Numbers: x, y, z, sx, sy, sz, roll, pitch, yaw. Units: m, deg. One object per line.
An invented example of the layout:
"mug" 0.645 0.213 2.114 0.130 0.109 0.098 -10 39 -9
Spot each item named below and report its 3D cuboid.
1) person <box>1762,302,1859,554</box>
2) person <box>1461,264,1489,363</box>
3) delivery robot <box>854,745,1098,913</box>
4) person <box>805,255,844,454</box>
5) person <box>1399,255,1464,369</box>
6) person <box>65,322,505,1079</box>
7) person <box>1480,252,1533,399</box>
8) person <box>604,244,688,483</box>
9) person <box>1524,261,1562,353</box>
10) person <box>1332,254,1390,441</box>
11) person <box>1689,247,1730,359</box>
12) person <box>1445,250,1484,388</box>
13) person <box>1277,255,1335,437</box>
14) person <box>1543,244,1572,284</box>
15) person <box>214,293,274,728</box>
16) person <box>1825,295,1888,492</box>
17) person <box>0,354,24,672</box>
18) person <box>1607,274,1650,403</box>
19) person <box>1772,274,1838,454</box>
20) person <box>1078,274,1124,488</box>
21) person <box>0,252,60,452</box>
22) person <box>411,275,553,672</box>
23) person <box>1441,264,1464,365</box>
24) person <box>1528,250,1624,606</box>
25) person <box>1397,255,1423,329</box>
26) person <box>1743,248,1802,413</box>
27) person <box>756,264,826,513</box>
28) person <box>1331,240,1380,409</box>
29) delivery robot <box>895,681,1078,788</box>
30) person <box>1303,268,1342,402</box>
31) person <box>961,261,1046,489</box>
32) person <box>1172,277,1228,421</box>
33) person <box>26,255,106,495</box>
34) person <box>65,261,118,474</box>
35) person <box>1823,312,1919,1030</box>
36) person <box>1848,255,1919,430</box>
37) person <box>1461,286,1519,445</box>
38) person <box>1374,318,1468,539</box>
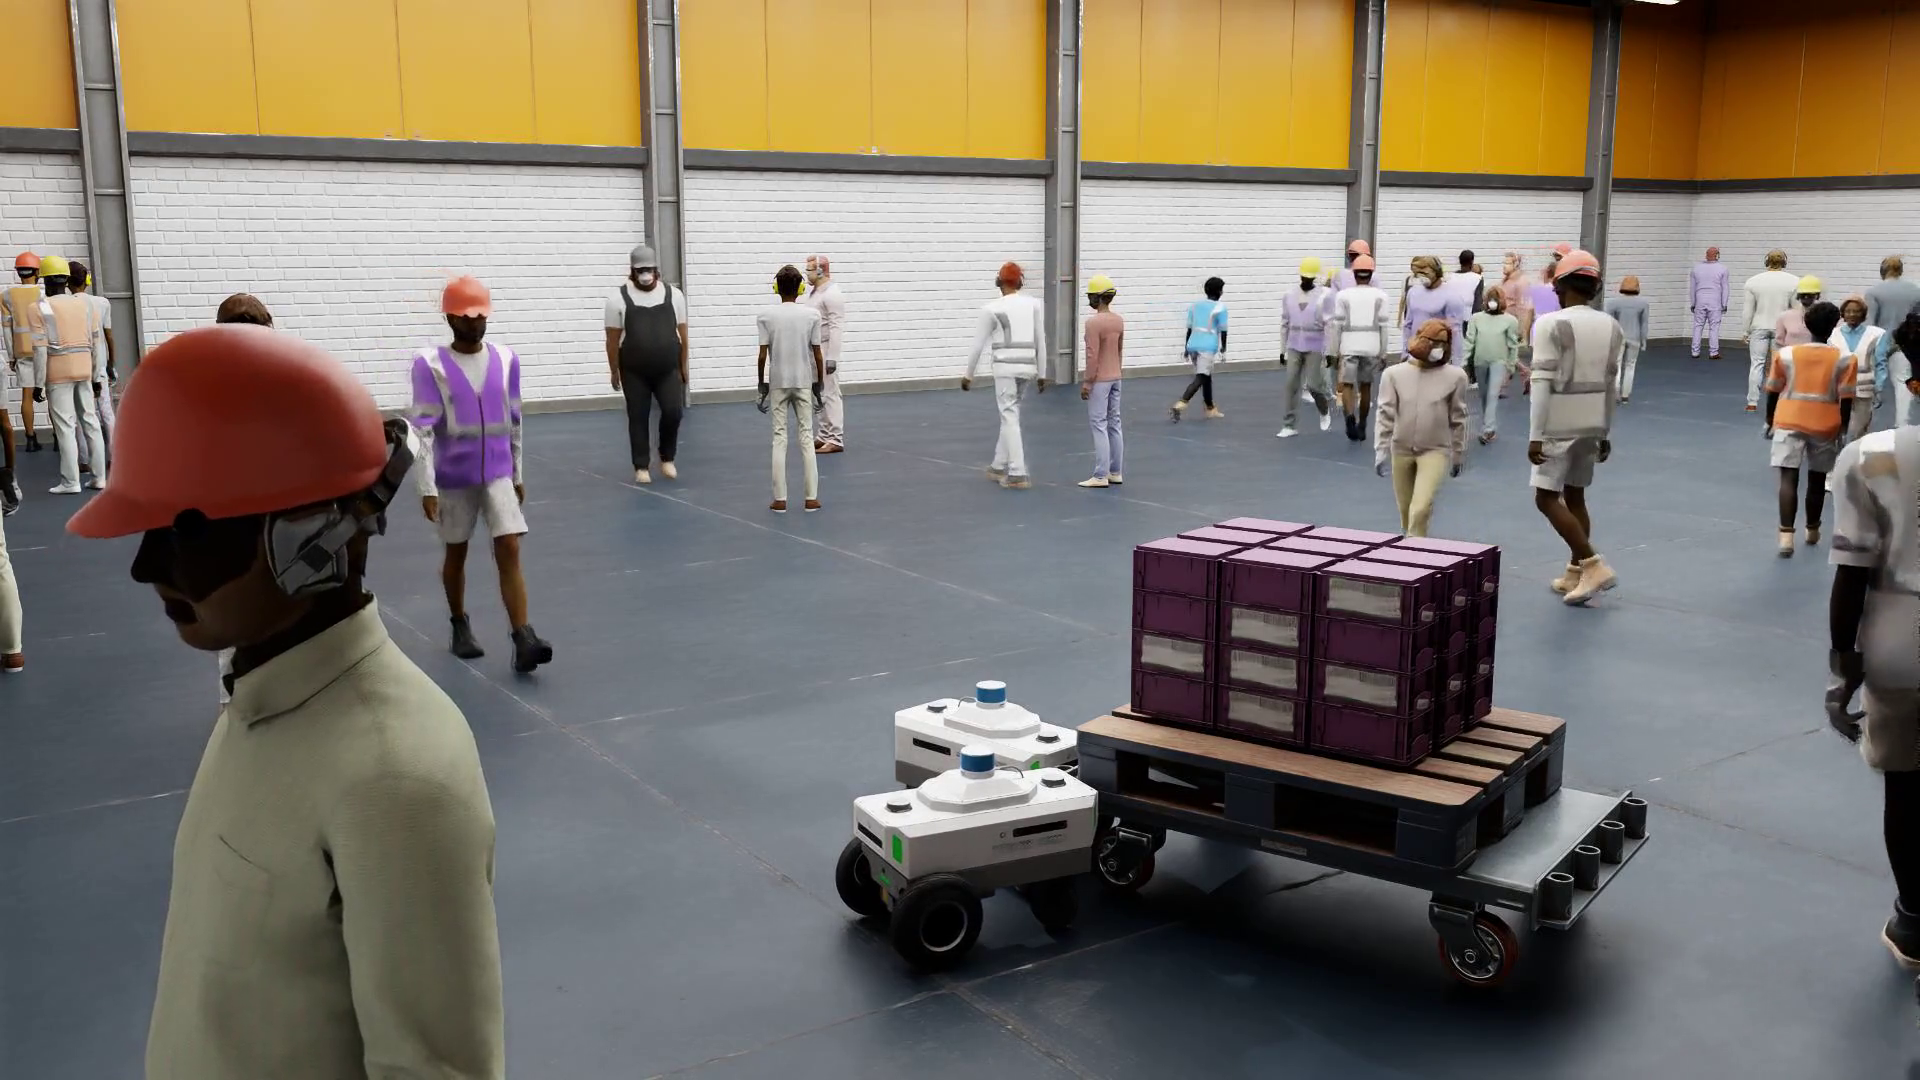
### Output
"person" 5.605 -0.741 11.001 0.538 1.651 0.864 5 12 26
"person" 8.391 -3.691 27.211 0.523 1.638 0.310 9 13 39
"delivery robot" 0.054 0.859 4.981 0.707 0.478 0.477 -5 12 -26
"person" -1.342 -1.787 16.048 0.400 1.905 0.644 -4 11 -21
"person" 4.414 -1.706 15.608 0.564 1.910 0.842 -6 12 -29
"person" -0.693 0.760 1.837 0.386 1.992 0.609 -7 13 -35
"person" 7.090 -2.748 21.343 0.713 1.888 0.655 -1 10 -4
"person" -2.631 -1.488 14.029 0.699 2.000 0.539 -3 11 -18
"person" 7.066 -2.419 19.841 0.588 1.793 0.991 9 14 41
"person" 4.036 -1.923 16.775 0.550 1.913 0.752 2 11 12
"person" 12.795 -4.040 28.390 0.646 1.908 0.408 9 14 42
"person" 6.901 -2.992 22.684 0.620 1.885 0.883 8 13 39
"person" 3.631 -2.010 17.311 0.642 1.893 0.657 7 13 35
"person" 9.067 -3.453 25.002 0.926 1.956 0.641 -3 11 -17
"person" -2.963 -0.111 7.031 0.626 1.844 0.429 -4 11 -19
"person" 7.376 -1.224 13.780 0.514 1.606 0.810 6 12 29
"person" -4.707 -0.272 7.819 0.324 1.876 0.514 10 14 43
"person" 8.301 -2.494 20.717 0.503 1.616 0.605 4 11 20
"person" 7.824 -1.588 15.424 0.532 1.745 0.756 7 12 32
"person" 1.167 -1.317 13.848 0.325 1.767 0.533 7 13 36
"person" -8.936 -1.812 16.100 0.543 1.935 0.366 -2 10 -9
"person" -2.299 -0.301 7.936 0.575 1.885 0.980 -7 13 -35
"person" 4.858 -1.950 17.134 0.599 1.832 0.404 9 13 39
"person" 3.514 -0.631 9.442 0.638 2.004 0.647 -5 11 -24
"person" 6.713 -3.267 24.401 0.903 1.817 0.515 -10 14 -43
"person" 9.557 -2.456 19.617 0.631 1.940 0.372 4 11 23
"person" -1.282 -1.138 12.582 0.533 1.868 0.310 -2 10 -9
"person" 4.781 -2.602 20.134 0.612 2.039 0.392 6 12 31
"delivery robot" 0.105 0.727 5.708 0.707 0.478 0.477 10 14 43
"person" 4.608 -2.594 21.073 0.758 1.694 0.502 -7 12 -33
"person" 0.389 -1.377 13.880 0.628 1.859 0.776 -7 12 -34
"person" 2.698 -2.140 18.725 0.853 1.643 0.534 -8 13 -37
"person" -7.244 -1.329 13.469 0.387 1.926 0.591 6 12 28
"person" -7.693 -1.509 14.633 0.327 1.865 0.519 9 14 41
"person" 2.612 0.330 4.414 0.604 1.922 0.936 6 12 28
"person" 9.783 -2.062 17.595 0.657 1.874 1.043 0 10 1
"person" 5.349 -1.766 16.801 0.508 1.586 0.896 7 13 35
"person" 2.642 -0.465 9.611 0.479 1.610 0.582 6 12 28
